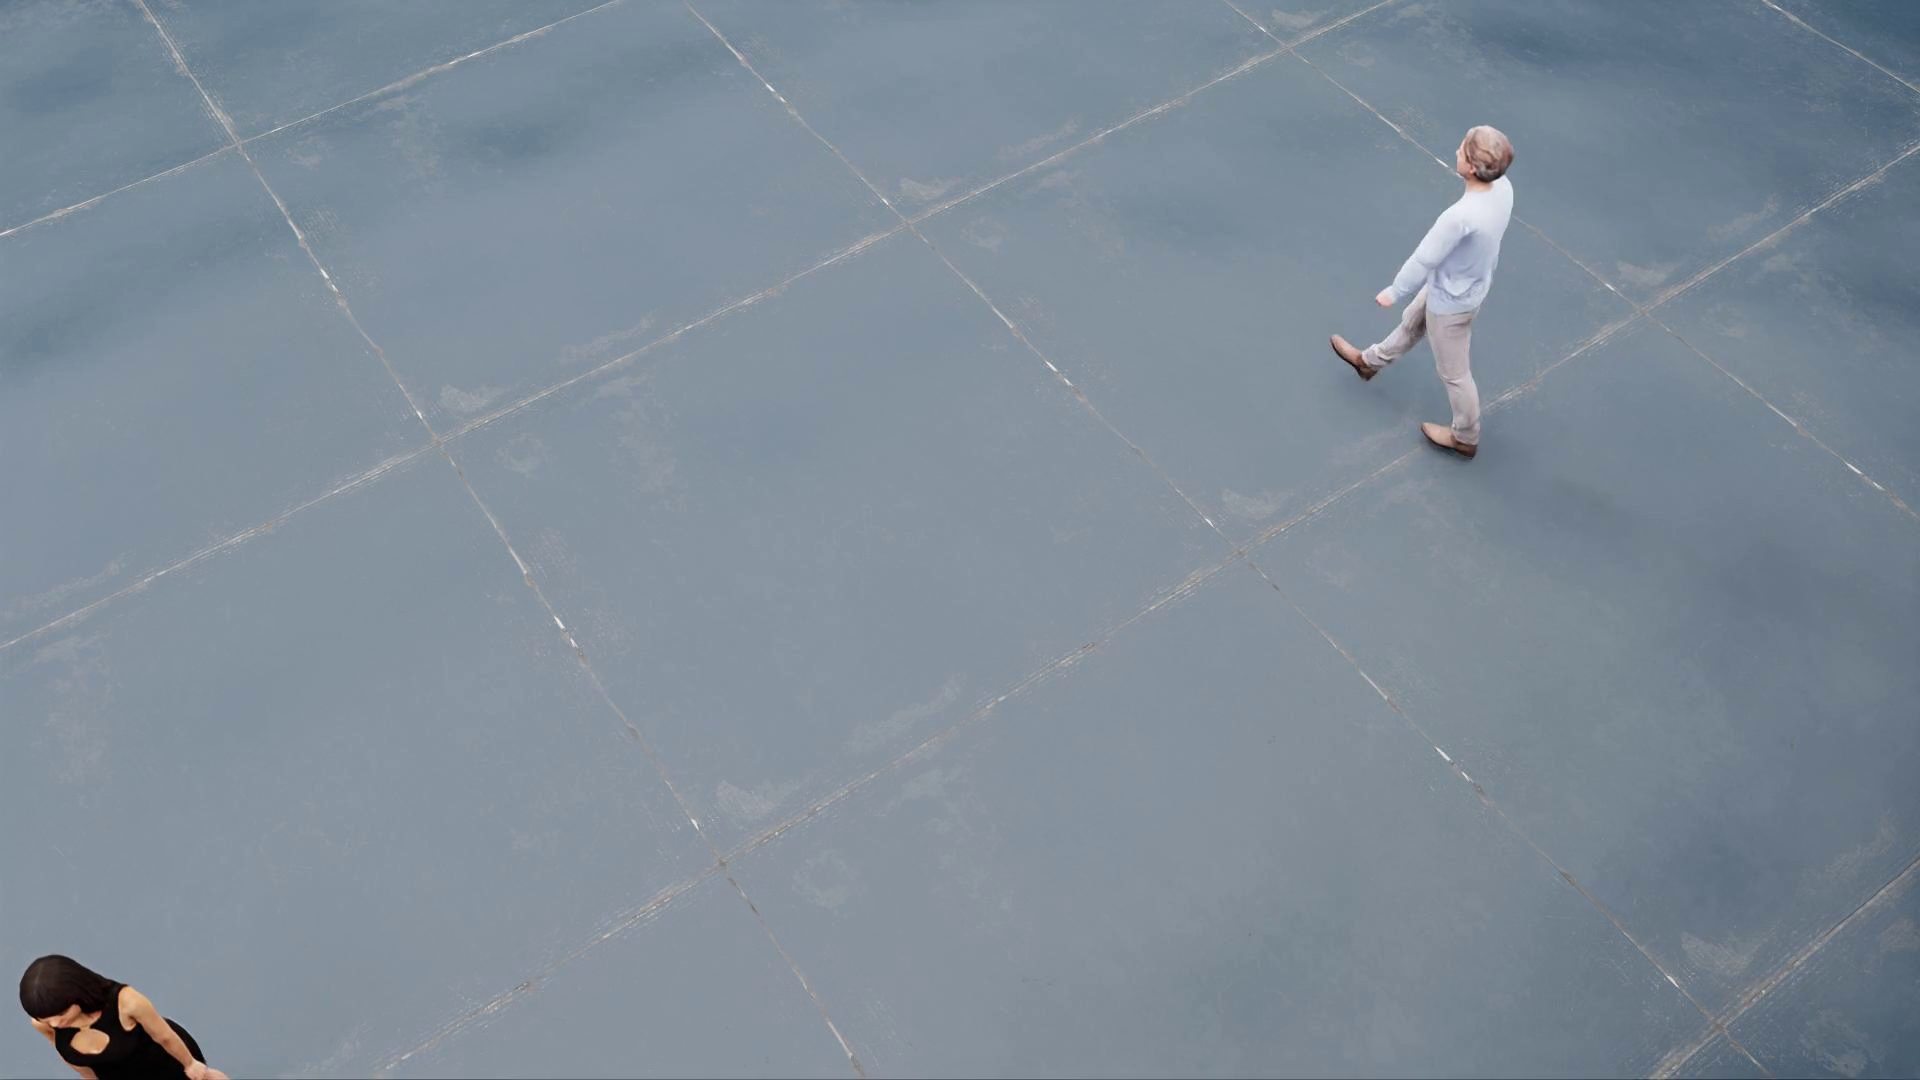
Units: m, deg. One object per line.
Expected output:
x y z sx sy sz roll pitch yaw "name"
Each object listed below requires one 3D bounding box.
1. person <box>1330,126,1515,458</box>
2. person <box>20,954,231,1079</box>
2.490 -1.135 8.129 1.284 1.837 0.933 29 58 21 "person"
-2.911 1.842 5.944 0.607 1.647 0.604 -9 53 -7 "person"
